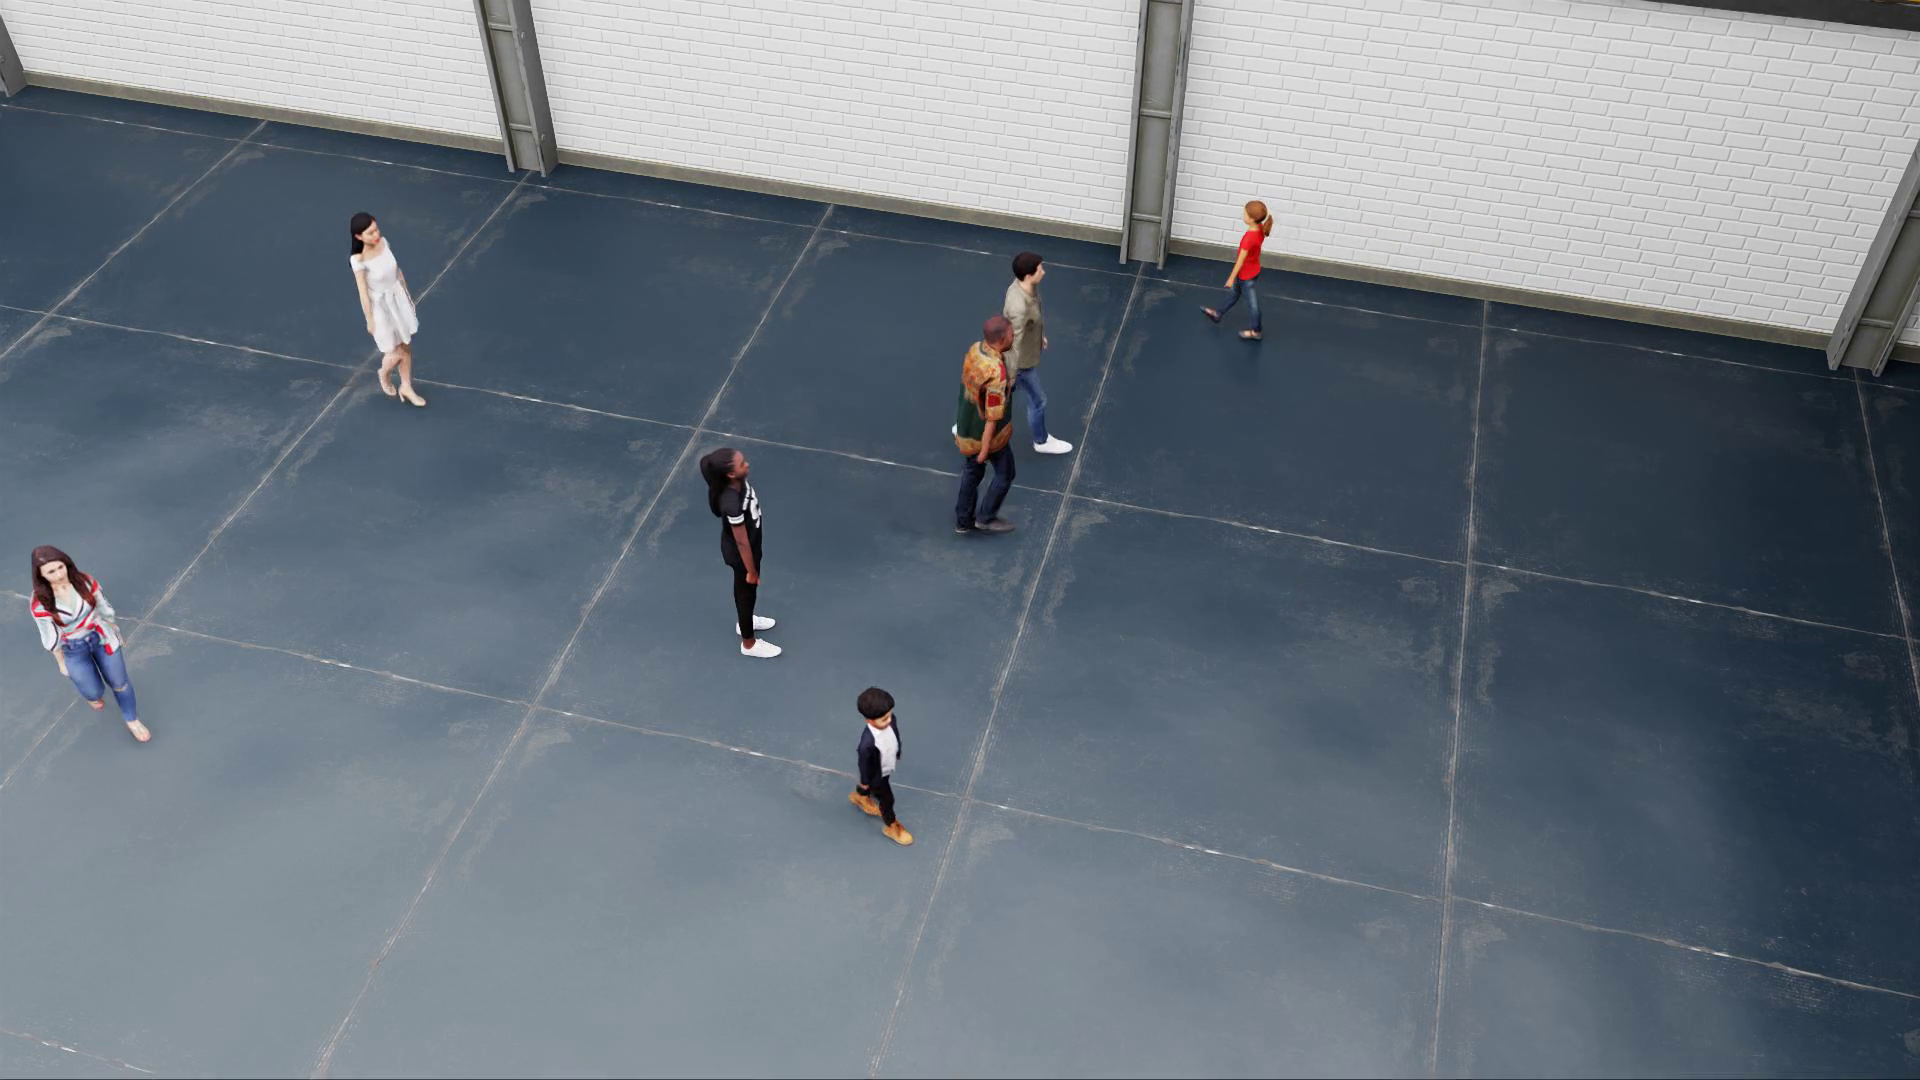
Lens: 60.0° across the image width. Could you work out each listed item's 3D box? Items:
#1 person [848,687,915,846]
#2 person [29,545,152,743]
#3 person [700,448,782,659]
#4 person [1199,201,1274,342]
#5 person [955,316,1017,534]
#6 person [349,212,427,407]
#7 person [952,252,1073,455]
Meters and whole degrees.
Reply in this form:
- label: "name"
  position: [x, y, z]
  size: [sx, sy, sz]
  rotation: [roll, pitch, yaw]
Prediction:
- label: "person"
  position: [-0.529, 1.315, 10.066]
  size: [0.796, 1.212, 0.625]
  rotation: [21, 48, 21]
- label: "person"
  position: [-5.553, 0.626, 10.505]
  size: [0.812, 1.604, 0.911]
  rotation: [-34, 53, -30]
- label: "person"
  position: [-1.437, 0.067, 11.003]
  size: [0.735, 1.726, 0.711]
  rotation: [-8, 44, -8]
- label: "person"
  position: [2.439, -2.186, 13.684]
  size: [0.851, 1.291, 0.586]
  rotation: [17, 46, 18]
- label: "person"
  position: [0.087, -0.774, 11.857]
  size: [0.930, 1.766, 0.874]
  rotation: [-14, 45, -15]
- label: "person"
  position: [-4.513, -1.788, 12.924]
  size: [0.763, 1.762, 0.652]
  rotation: [15, 46, 15]
- label: "person"
  position: [0.349, -1.376, 12.432]
  size: [1.234, 1.845, 0.857]
  rotation: [2, 44, 2]
